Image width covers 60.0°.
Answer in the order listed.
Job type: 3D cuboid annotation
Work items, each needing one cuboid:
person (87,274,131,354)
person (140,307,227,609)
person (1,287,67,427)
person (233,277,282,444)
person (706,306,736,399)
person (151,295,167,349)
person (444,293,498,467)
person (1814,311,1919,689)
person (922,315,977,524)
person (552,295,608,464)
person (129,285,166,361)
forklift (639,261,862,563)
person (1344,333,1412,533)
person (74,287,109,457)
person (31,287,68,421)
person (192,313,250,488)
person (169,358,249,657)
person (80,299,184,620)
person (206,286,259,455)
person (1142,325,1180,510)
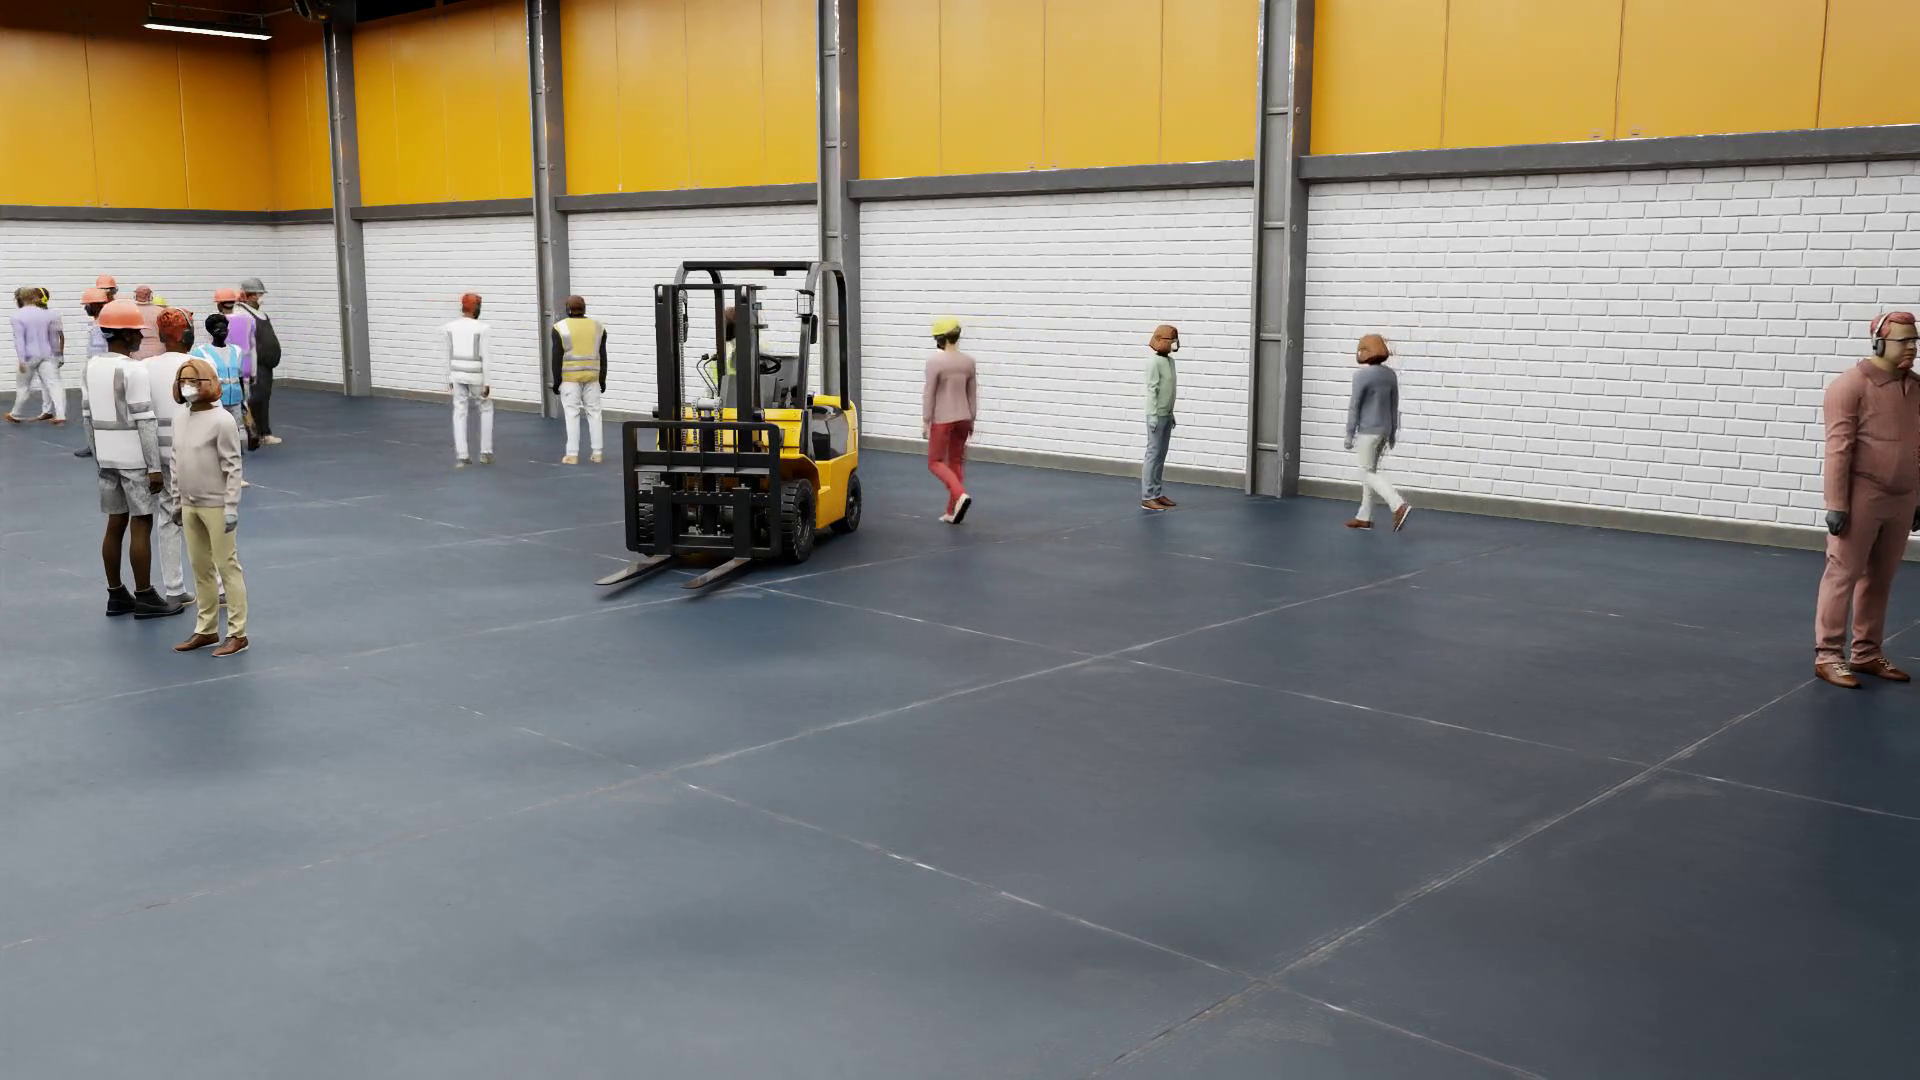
[{"bbox_3d":[-11.614,-2.603,22.763,0.608,2.044,0.371,-1,9,-8],"label":"person"},{"bbox_3d":[-4.801,-0.493,10.322,0.574,1.883,0.355,1,9,7],"label":"person"},{"bbox_3d":[-12.433,-2.437,22.275,1.070,1.869,0.665,4,10,22],"label":"person"},{"bbox_3d":[-8.432,-2.147,19.978,0.536,2.000,0.701,0,9,1],"label":"person"},{"bbox_3d":[-1.898,-1.132,14.486,0.859,1.807,0.637,-3,10,-19],"label":"person"},{"bbox_3d":[-11.631,-2.692,24.237,0.307,1.742,0.497,7,12,38],"label":"person"},{"bbox_3d":[-5.268,-1.724,17.963,0.594,1.853,0.712,1,9,9],"label":"person"},{"bbox_3d":[4.682,-0.203,8.469,0.644,1.907,0.399,-4,10,-22],"label":"person"},{"bbox_3d":[-0.048,-0.972,13.662,0.541,1.745,0.500,-7,12,-38],"label":"person"},{"bbox_3d":[-4.157,-1.750,18.155,0.634,1.839,0.429,-6,11,-33],"label":"person"},{"bbox_3d":[-10.853,-2.449,22.235,0.643,1.910,0.400,-5,10,-26],"label":"person"},{"bbox_3d":[-1.552,-1.040,12.721,1.214,2.155,2.313,2,9,11],"label":"forklift"},{"bbox_3d":[3.372,-0.849,13.333,0.496,1.609,0.657,-8,12,-40],"label":"person"},{"bbox_3d":[-9.568,-1.879,18.710,0.808,1.917,0.549,-3,10,-20],"label":"person"},{"bbox_3d":[-12.705,-2.577,23.178,0.541,1.865,0.319,2,10,14],"label":"person"},{"bbox_3d":[-7.080,-1.320,15.956,0.320,1.695,0.538,6,11,34],"label":"person"},{"bbox_3d":[-4.149,-0.178,9.143,0.506,1.635,0.278,5,10,27],"label":"person"},{"bbox_3d":[-5.039,-0.486,10.107,0.553,1.935,0.361,5,10,27],"label":"person"},{"bbox_3d":[-8.257,-1.911,18.871,0.423,1.927,0.563,7,12,37],"label":"person"},{"bbox_3d":[1.785,-1.087,14.721,0.268,1.632,0.506,5,10,27],"label":"person"}]
